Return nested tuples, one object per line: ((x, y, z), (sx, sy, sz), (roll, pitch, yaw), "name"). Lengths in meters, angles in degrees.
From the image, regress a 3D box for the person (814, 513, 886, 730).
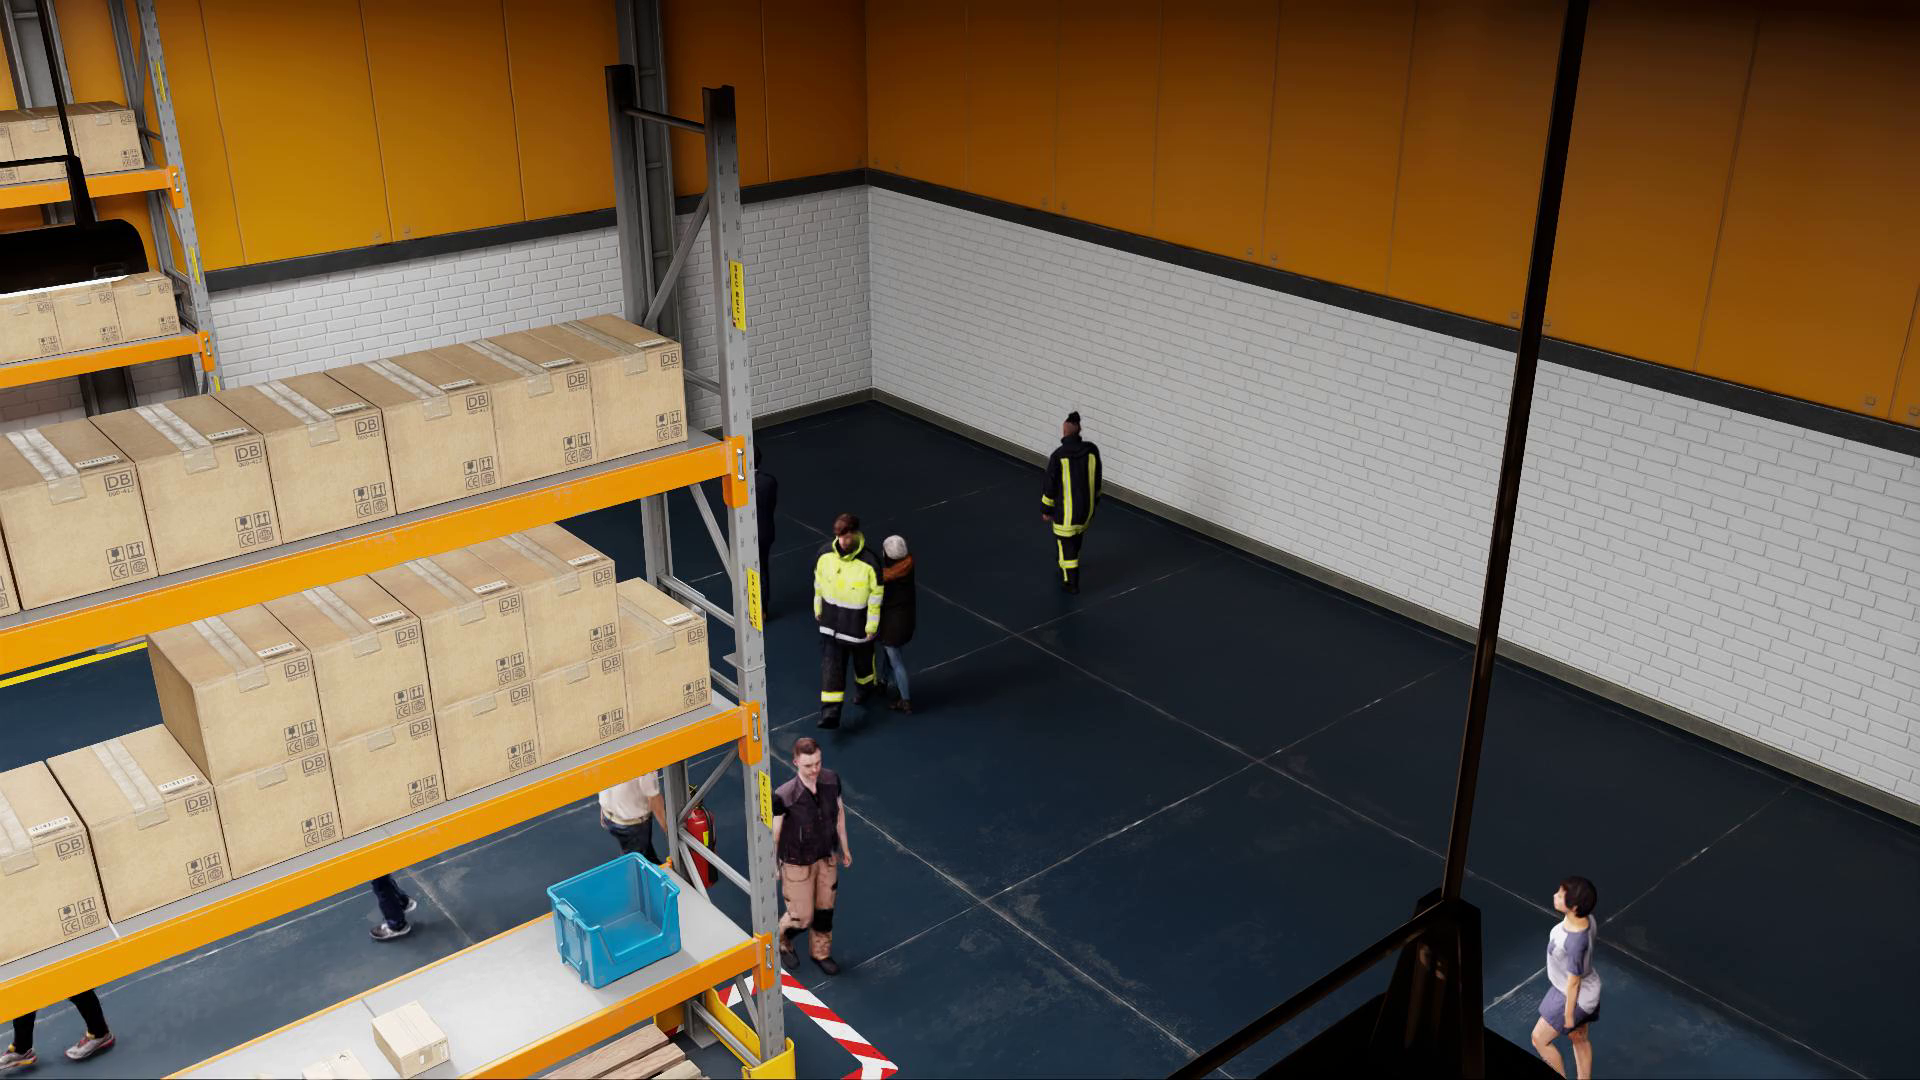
((-0.888, 0.614, 14.055), (1.269, 1.902, 1.405), (7, 25, 16), "person")

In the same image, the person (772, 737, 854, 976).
((-1.039, 2.033, 10.913), (0.628, 1.818, 0.758), (-19, 30, -37), "person")

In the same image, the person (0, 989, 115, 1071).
((-5.491, 2.427, 10.112), (0.923, 1.737, 0.666), (-21, 31, -40), "person")

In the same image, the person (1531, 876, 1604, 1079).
((3.649, 2.673, 9.797), (0.724, 1.539, 0.655), (12, 26, 26), "person")

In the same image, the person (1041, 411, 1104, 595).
((1.093, -0.364, 16.382), (0.995, 1.829, 0.986), (-11, 26, -24), "person")

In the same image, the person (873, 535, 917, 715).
((-0.495, 0.738, 14.123), (0.863, 1.619, 0.885), (13, 27, 28), "person")
